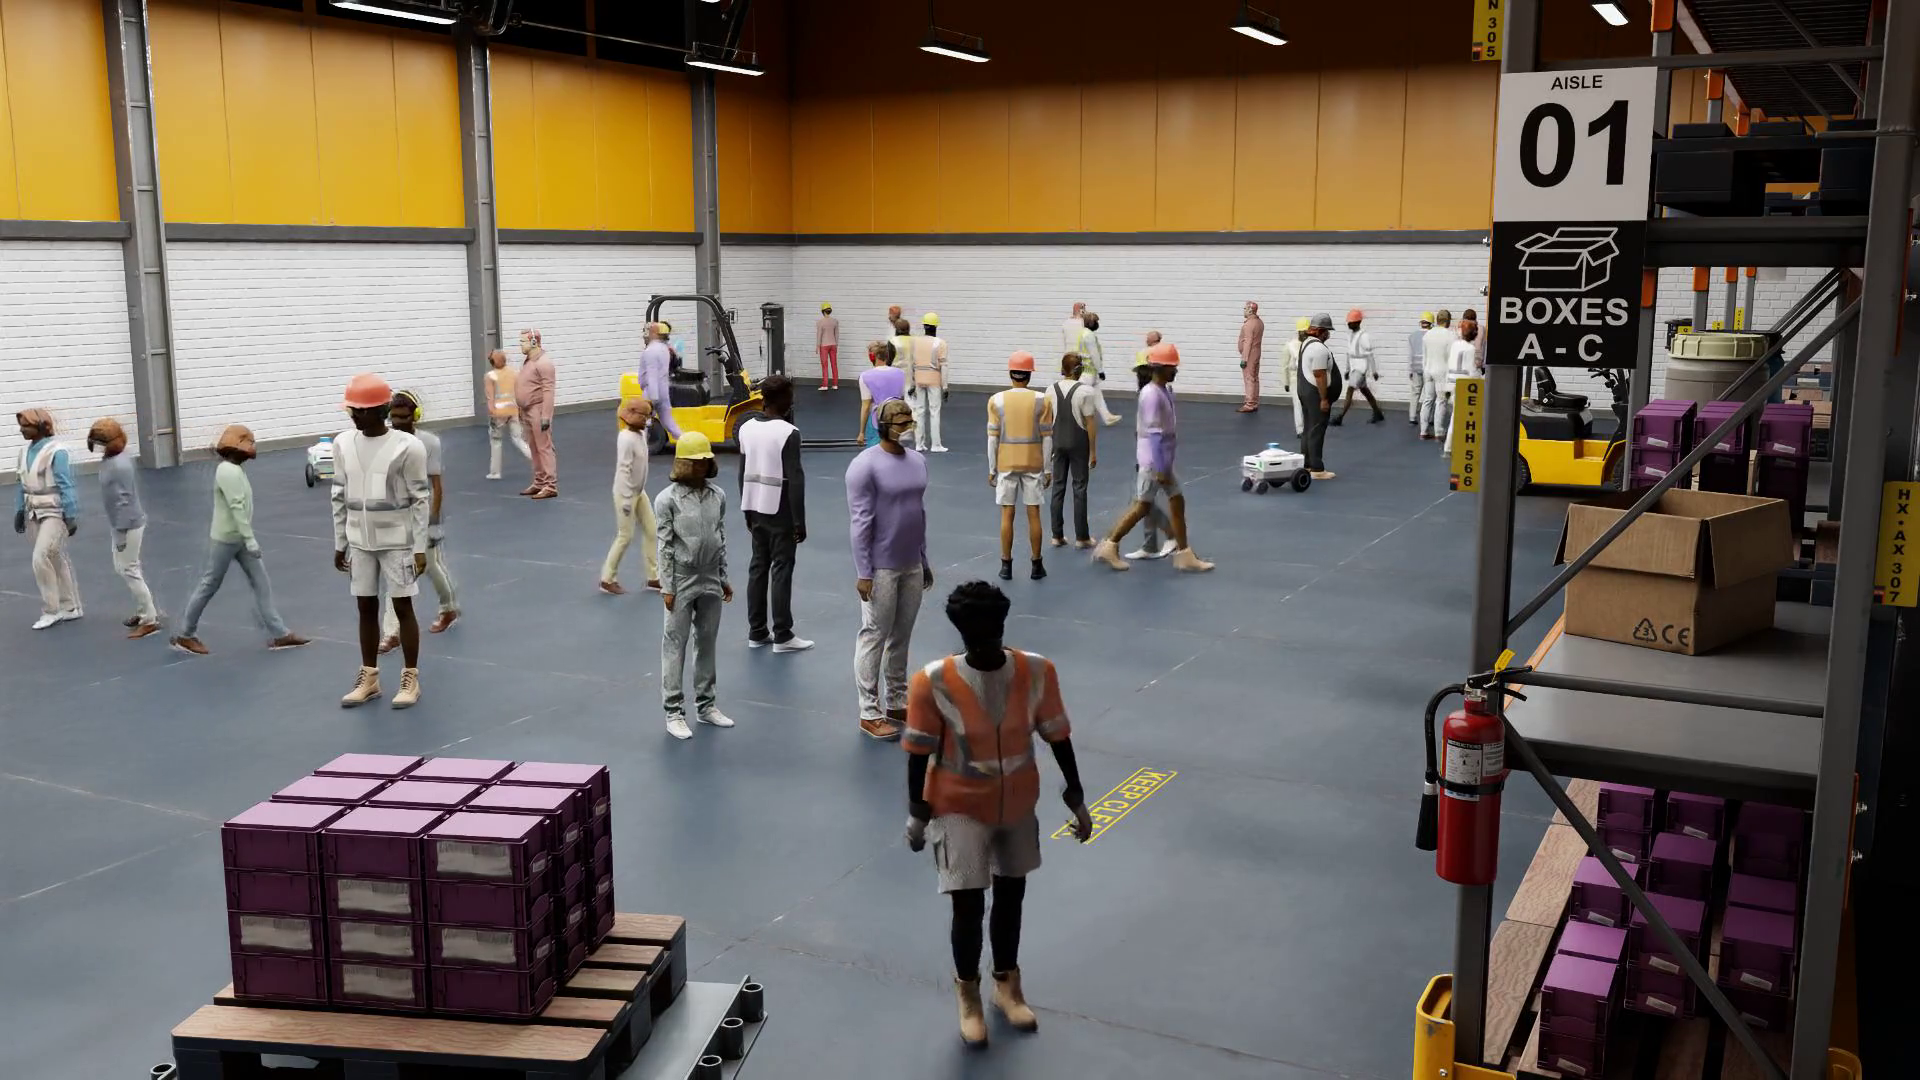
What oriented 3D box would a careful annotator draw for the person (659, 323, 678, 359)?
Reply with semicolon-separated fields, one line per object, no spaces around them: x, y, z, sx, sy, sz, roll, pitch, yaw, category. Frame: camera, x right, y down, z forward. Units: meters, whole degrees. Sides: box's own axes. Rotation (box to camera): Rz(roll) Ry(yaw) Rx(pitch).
-4.367;-2.320;24.441;0.931;1.710;0.537;-8;13;-39;person

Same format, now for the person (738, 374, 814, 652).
-1.298;-0.183;11.490;0.591;1.916;0.379;9;13;43;person

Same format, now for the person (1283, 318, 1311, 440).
5.080;-2.398;24.674;0.578;1.803;0.880;-1;10;-6;person

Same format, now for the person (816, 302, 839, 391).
-2.656;-3.864;33.241;0.522;1.769;0.312;-8;12;-38;person

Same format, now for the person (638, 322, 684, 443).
-3.951;-1.926;21.772;0.965;1.860;0.648;2;10;9;person

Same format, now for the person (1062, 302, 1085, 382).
2.048;-3.135;28.628;0.409;1.904;0.640;-8;12;-38;person

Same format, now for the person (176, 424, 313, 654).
-5.004;-0.005;11.433;0.886;1.578;0.519;-1;10;-8;person

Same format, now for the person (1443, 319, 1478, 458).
6.845;-2.015;22.271;0.783;1.860;0.596;-2;10;-9;person

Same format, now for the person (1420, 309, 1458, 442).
6.988;-2.395;24.277;0.377;1.932;0.632;-6;11;-30;person

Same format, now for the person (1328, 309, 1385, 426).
6.366;-2.742;26.506;1.119;1.867;0.558;-2;10;-13;person

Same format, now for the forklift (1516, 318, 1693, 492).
7.066;-1.601;18.899;2.313;2.155;1.214;5;11;27;forklift

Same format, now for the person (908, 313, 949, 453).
-0.436;-2.165;22.966;0.644;1.918;0.412;5;11;25;person

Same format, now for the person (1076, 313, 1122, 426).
2.114;-2.660;26.190;0.916;1.797;0.634;-1;10;-3;person

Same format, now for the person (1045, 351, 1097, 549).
1.033;-0.831;15.471;0.504;1.839;0.344;5;11;27;person

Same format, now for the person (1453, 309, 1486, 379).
8.266;-2.835;27.072;0.633;1.839;0.429;-1;10;-8;person

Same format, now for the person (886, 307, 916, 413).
-1.142;-3.035;28.254;0.953;1.836;0.586;-4;10;-20;person

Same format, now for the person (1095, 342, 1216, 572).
1.666;-0.701;14.266;1.003;2.000;0.619;3;10;18;person

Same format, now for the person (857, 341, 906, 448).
-0.802;-1.145;17.287;0.564;1.838;0.388;-7;12;-37;person

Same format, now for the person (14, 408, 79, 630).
-6.744;-0.150;12.164;0.542;1.618;0.579;6;11;31;person

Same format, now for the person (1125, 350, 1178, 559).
1.740;-0.752;14.896;0.473;1.887;0.639;0;10;-3;person

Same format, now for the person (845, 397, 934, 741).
-0.382;0.154;9.479;0.371;1.941;0.627;7;12;36;person

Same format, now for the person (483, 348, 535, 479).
-5.434;-1.510;20.069;0.748;1.606;0.524;7;12;34;person

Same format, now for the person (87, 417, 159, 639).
-5.950;-0.090;11.839;0.408;1.604;0.561;-7;12;-36;person

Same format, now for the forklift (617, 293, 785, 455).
-3.588;-2.317;23.042;2.313;2.155;1.214;-1;10;-5;forklift

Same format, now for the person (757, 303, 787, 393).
-3.196;-3.064;28.202;0.608;1.915;0.992;4;11;24;person

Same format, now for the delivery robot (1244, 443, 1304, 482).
3.616;-0.873;19.156;0.707;0.478;0.477;-6;11;-30;delivery robot

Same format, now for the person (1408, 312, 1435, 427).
7.360;-2.694;26.320;0.593;1.823;0.403;9;14;43;person

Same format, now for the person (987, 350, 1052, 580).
0.502;-0.629;14.013;0.547;1.937;0.379;1;10;4;person

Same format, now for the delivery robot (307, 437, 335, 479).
-7.554;-0.983;19.792;0.477;0.478;0.707;-5;11;-26;delivery robot

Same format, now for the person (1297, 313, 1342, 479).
4.399;-1.775;20.351;0.537;2.000;0.680;-1;10;-4;person

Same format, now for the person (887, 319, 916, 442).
-0.826;-2.339;24.345;0.624;1.798;0.947;-9;13;-43;person

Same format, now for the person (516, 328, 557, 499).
-4.772;-1.417;18.667;0.402;1.906;0.652;-7;12;-34;person

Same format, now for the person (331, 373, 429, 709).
-3.502;0.011;10.023;0.605;2.037;0.394;2;10;10;person

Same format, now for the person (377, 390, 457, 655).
-3.861;-0.164;11.716;0.561;1.818;0.963;2;10;10;person

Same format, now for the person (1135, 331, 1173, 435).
2.827;-2.281;24.544;0.825;1.601;0.513;-9;13;-42;person

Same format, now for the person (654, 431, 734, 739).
-1.505;0.247;9.506;0.296;1.744;0.484;9;13;42;person

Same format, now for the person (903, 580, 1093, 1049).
0.119;0.933;5.749;0.638;1.658;0.442;-4;11;-22;person

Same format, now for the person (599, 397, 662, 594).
-2.628;-0.358;13.413;0.600;1.614;0.532;1;10;8;person

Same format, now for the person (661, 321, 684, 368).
-4.693;-2.694;26.789;0.534;1.654;0.864;1;10;4;person

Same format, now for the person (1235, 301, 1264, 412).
5.000;-3.161;28.749;0.407;1.913;0.641;5;11;28;person
